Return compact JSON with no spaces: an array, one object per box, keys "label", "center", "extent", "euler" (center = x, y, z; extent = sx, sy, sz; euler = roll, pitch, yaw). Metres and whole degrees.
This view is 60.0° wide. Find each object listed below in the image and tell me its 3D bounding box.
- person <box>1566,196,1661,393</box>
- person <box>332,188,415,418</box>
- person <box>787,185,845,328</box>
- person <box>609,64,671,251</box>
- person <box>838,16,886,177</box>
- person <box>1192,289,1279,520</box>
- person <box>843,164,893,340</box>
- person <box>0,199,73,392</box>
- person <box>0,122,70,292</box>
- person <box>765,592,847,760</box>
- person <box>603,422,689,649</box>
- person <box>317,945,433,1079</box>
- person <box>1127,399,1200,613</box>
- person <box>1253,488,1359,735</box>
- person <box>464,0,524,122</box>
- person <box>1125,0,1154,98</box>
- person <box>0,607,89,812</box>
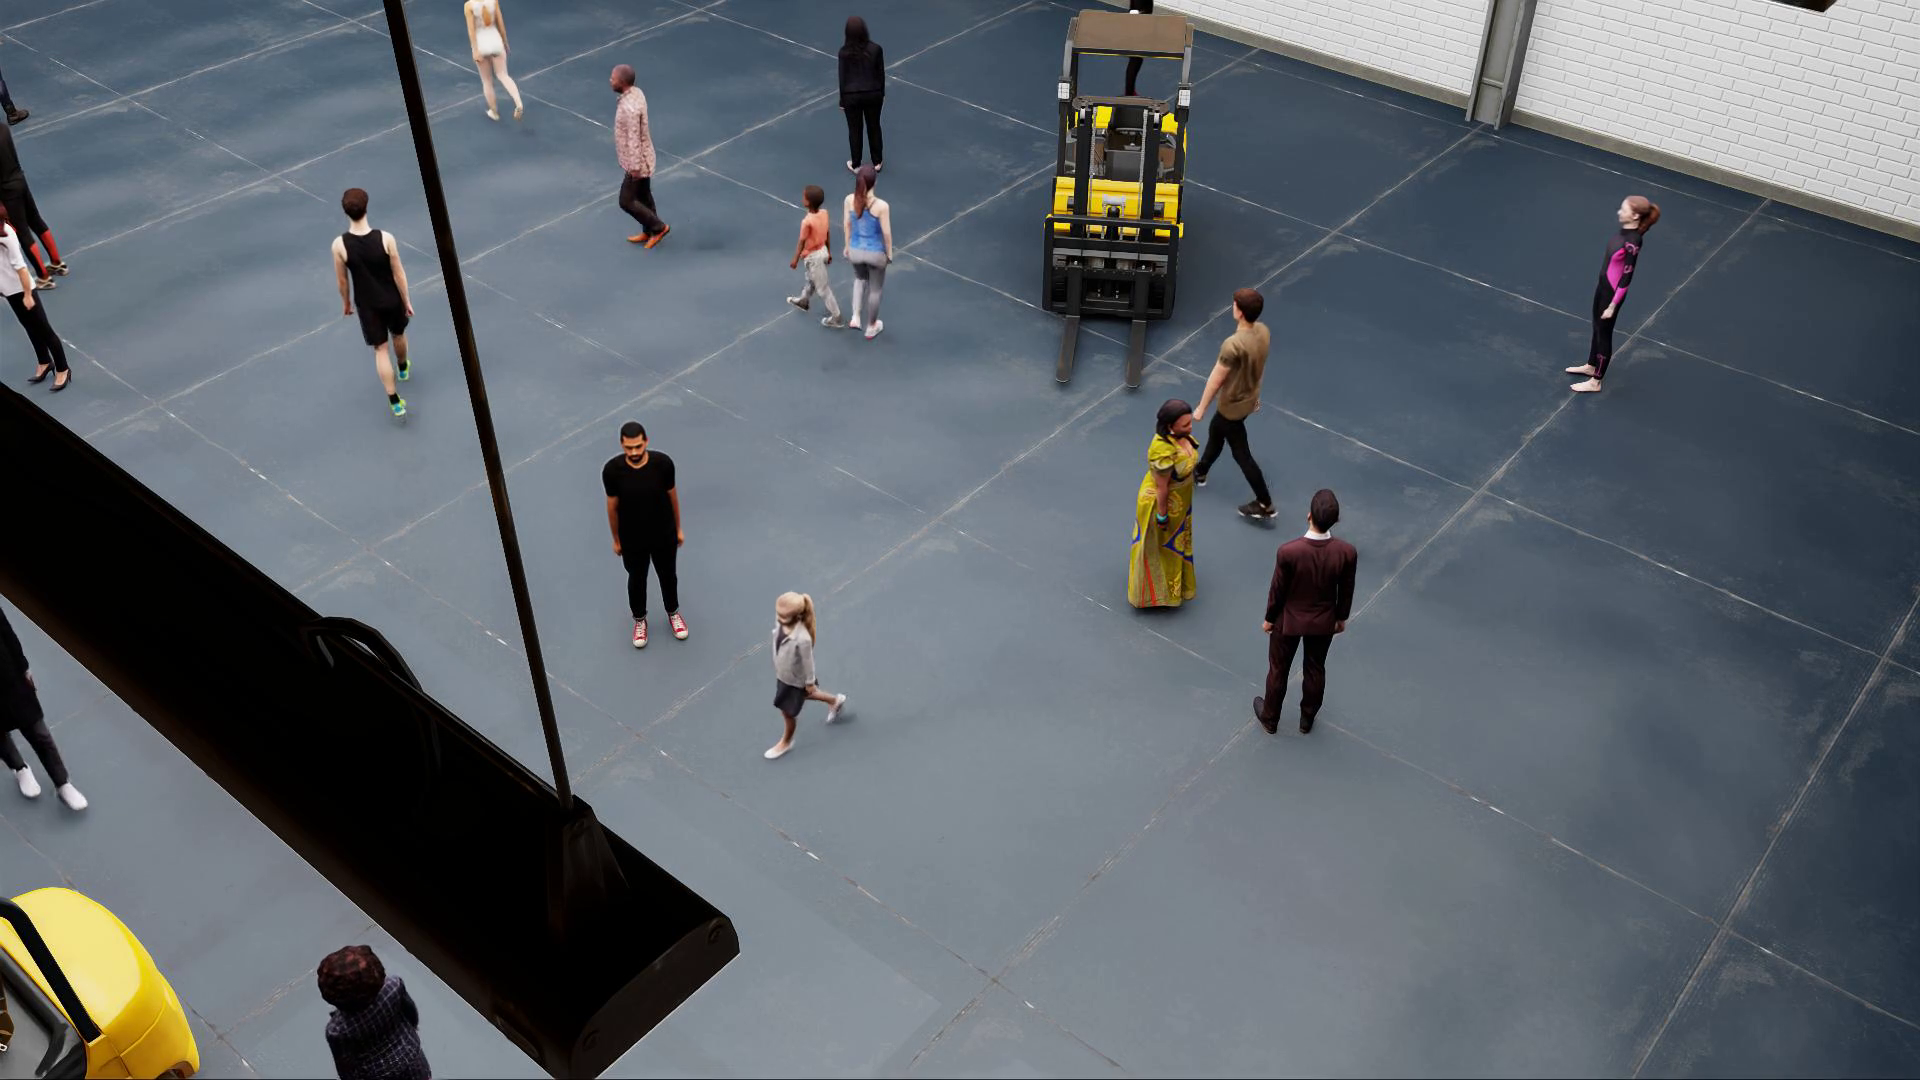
[{"label":"person","center":[5.317,-2.018,13.568],"extent":[0.702,1.750,0.660],"euler":[6,39,7]},{"label":"person","center":[-4.650,-1.854,13.283],"extent":[1.094,1.850,1.283],"euler":[-11,40,-13]},{"label":"person","center":[-1.208,-2.440,14.473],"extent":[0.918,1.281,0.578],"euler":[20,43,24]},{"label":"person","center":[-2.910,-3.535,15.435],"extent":[0.907,1.793,0.844],"euler":[-4,39,-5]},{"label":"person","center":[-0.987,-4.471,16.749],"extent":[0.768,1.615,0.792],"euler":[-12,40,-15]},{"label":"person","center":[2.092,-0.950,12.180],"extent":[1.220,1.814,0.722],"euler":[26,45,29]},{"label":"person","center":[-0.821,-2.413,14.186],"extent":[0.696,1.597,0.753],"euler":[12,40,15]},{"label":"person","center":[-7.665,-2.045,13.567],"extent":[0.477,1.795,0.678],"euler":[24,44,27]},{"label":"person","center":[-8.483,-3.116,14.899],"extent":[0.725,1.805,0.693],"euler":[1,39,2]},{"label":"person","center":[-0.978,0.802,10.434],"extent":[0.727,1.255,0.853],"euler":[-22,44,-25]},{"label":"person","center":[-2.088,-0.057,11.108],"extent":[0.708,1.757,0.720],"euler":[-11,40,-14]},{"label":"person","center":[-2.665,2.550,7.923],"extent":[0.701,1.658,1.061],"euler":[-30,47,-32]},{"label":"person","center":[1.416,-0.271,11.454],"extent":[0.947,1.660,0.971],"euler":[11,40,13]},{"label":"person","center":[2.151,0.472,10.359],"extent":[0.768,1.865,0.841],"euler":[-1,39,-1]},{"label":"person","center":[-4.952,-5.183,17.632],"extent":[0.638,1.626,0.861],"euler":[-29,47,-31]},{"label":"person","center":[1.922,-5.475,17.958],"extent":[0.706,1.675,0.681],"euler":[3,39,4]},{"label":"person","center":[-5.837,0.861,9.971],"extent":[0.715,1.741,0.904],"euler":[-29,47,-31]}]
